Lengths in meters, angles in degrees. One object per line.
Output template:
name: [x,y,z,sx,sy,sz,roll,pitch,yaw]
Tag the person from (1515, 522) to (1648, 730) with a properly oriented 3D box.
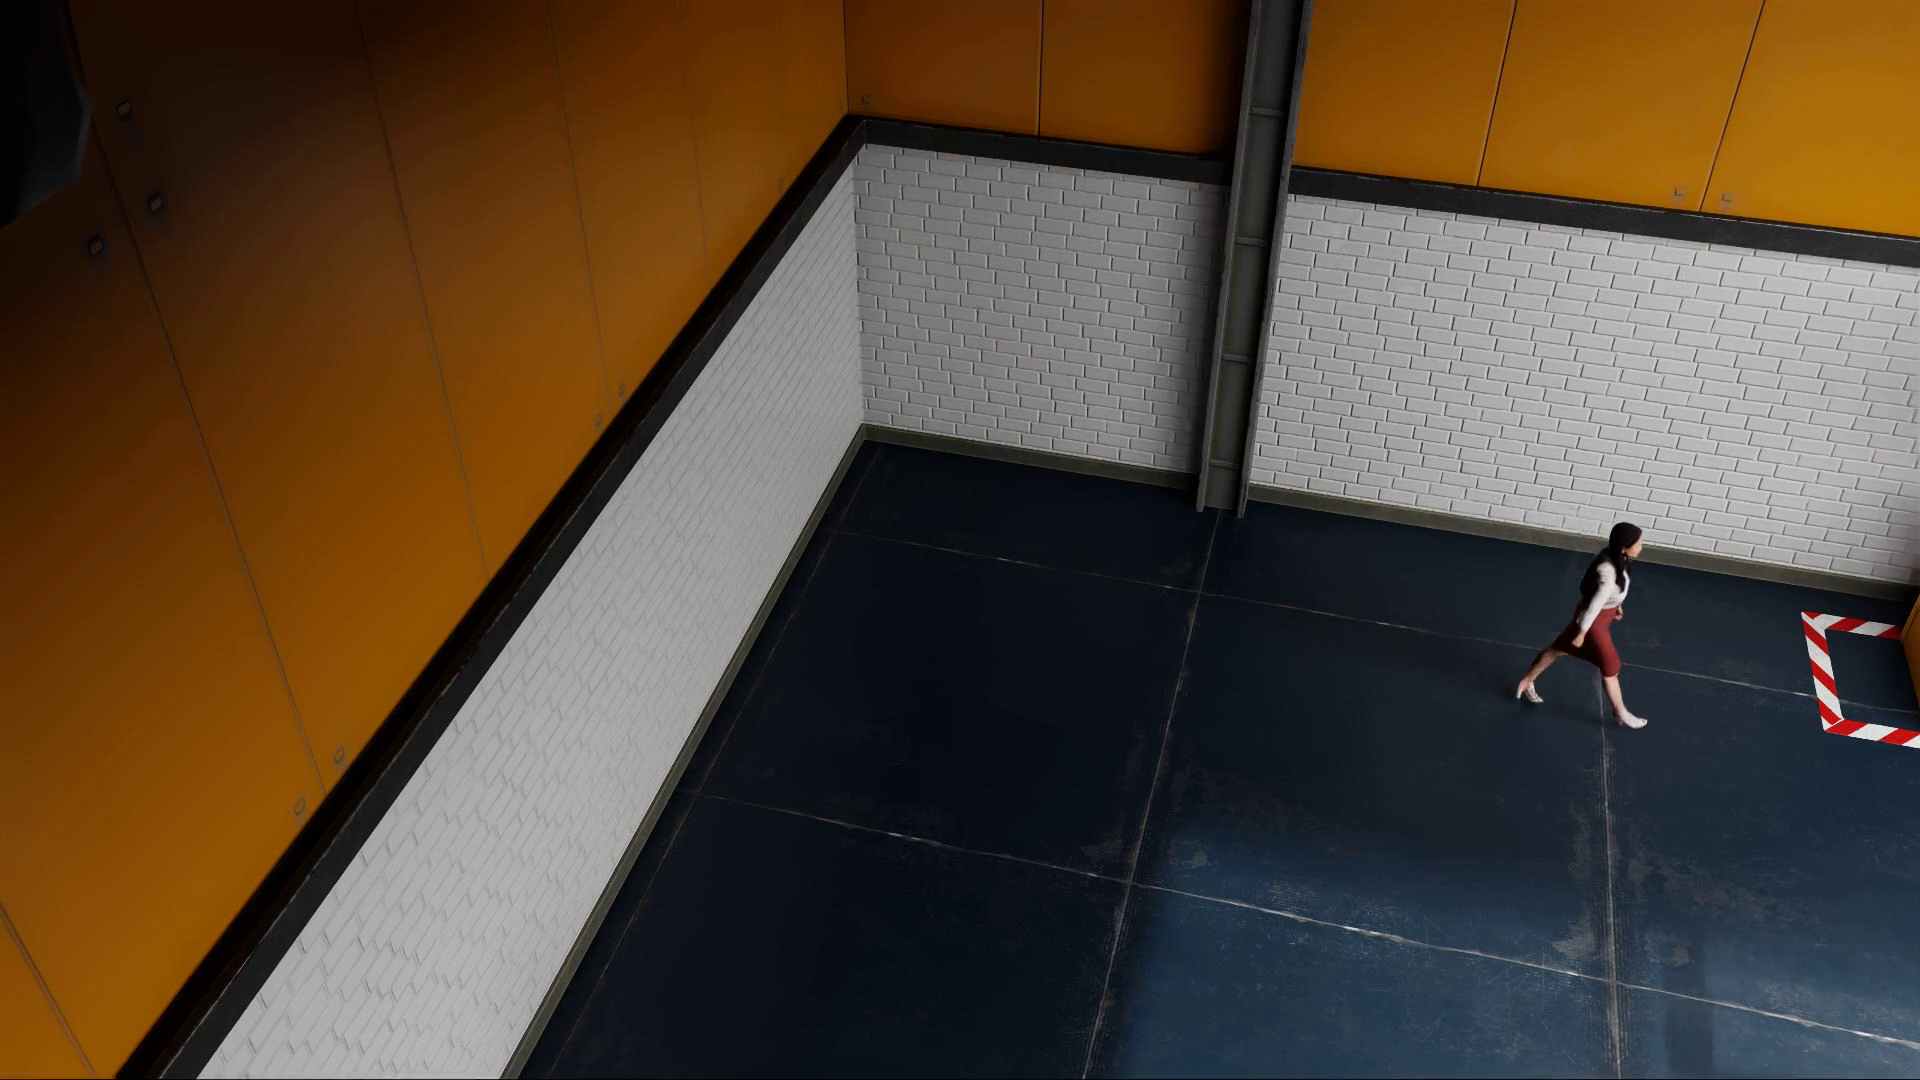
person: [4.261,0.575,11.459,1.144,1.694,0.703,14,41,17]
